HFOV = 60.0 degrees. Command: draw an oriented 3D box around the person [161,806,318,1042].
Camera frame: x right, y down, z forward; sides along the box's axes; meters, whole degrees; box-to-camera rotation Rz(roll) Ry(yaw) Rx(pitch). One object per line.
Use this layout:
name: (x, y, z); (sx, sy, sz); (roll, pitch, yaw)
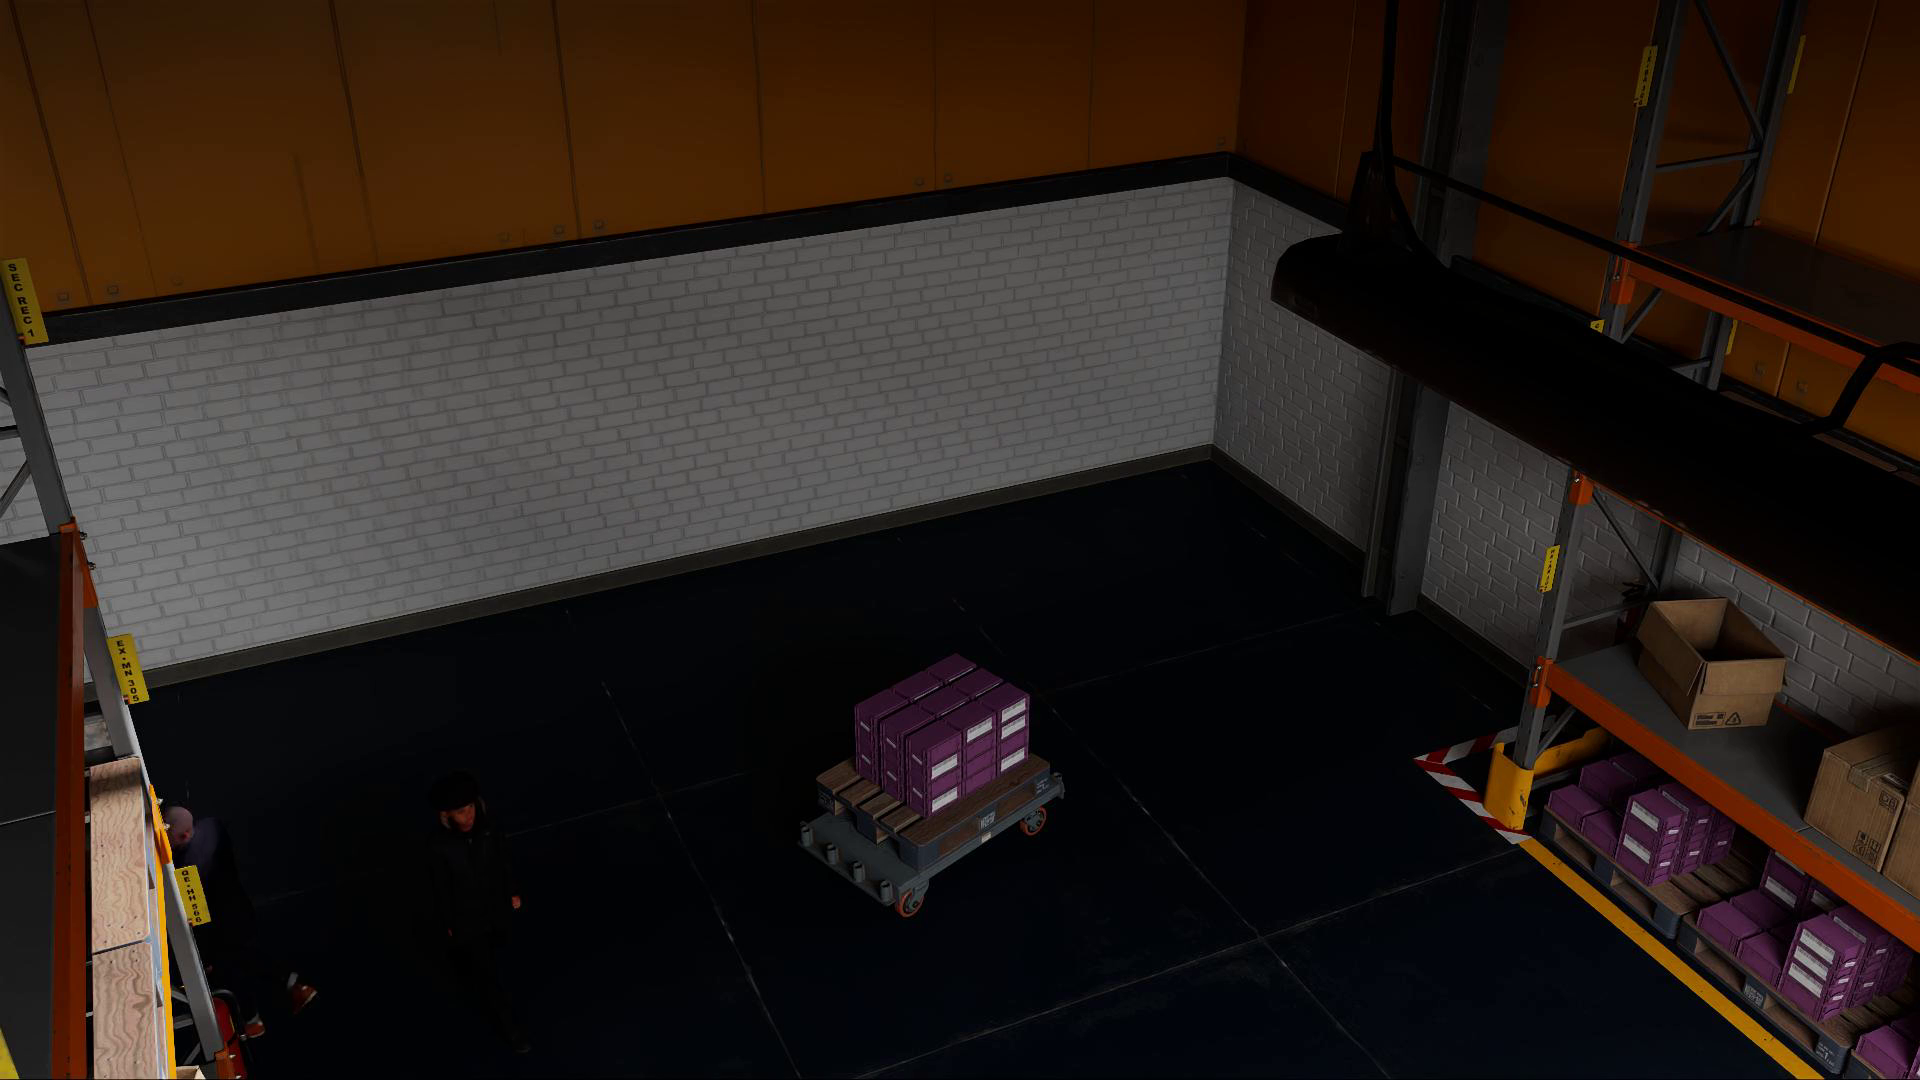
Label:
person: (-3.993, 2.134, 9.159); (0.990, 1.784, 0.947); (1, 29, 2)

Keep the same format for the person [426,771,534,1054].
person: (-2.765, 2.023, 9.397); (1.201, 1.751, 0.917); (23, 36, 36)
